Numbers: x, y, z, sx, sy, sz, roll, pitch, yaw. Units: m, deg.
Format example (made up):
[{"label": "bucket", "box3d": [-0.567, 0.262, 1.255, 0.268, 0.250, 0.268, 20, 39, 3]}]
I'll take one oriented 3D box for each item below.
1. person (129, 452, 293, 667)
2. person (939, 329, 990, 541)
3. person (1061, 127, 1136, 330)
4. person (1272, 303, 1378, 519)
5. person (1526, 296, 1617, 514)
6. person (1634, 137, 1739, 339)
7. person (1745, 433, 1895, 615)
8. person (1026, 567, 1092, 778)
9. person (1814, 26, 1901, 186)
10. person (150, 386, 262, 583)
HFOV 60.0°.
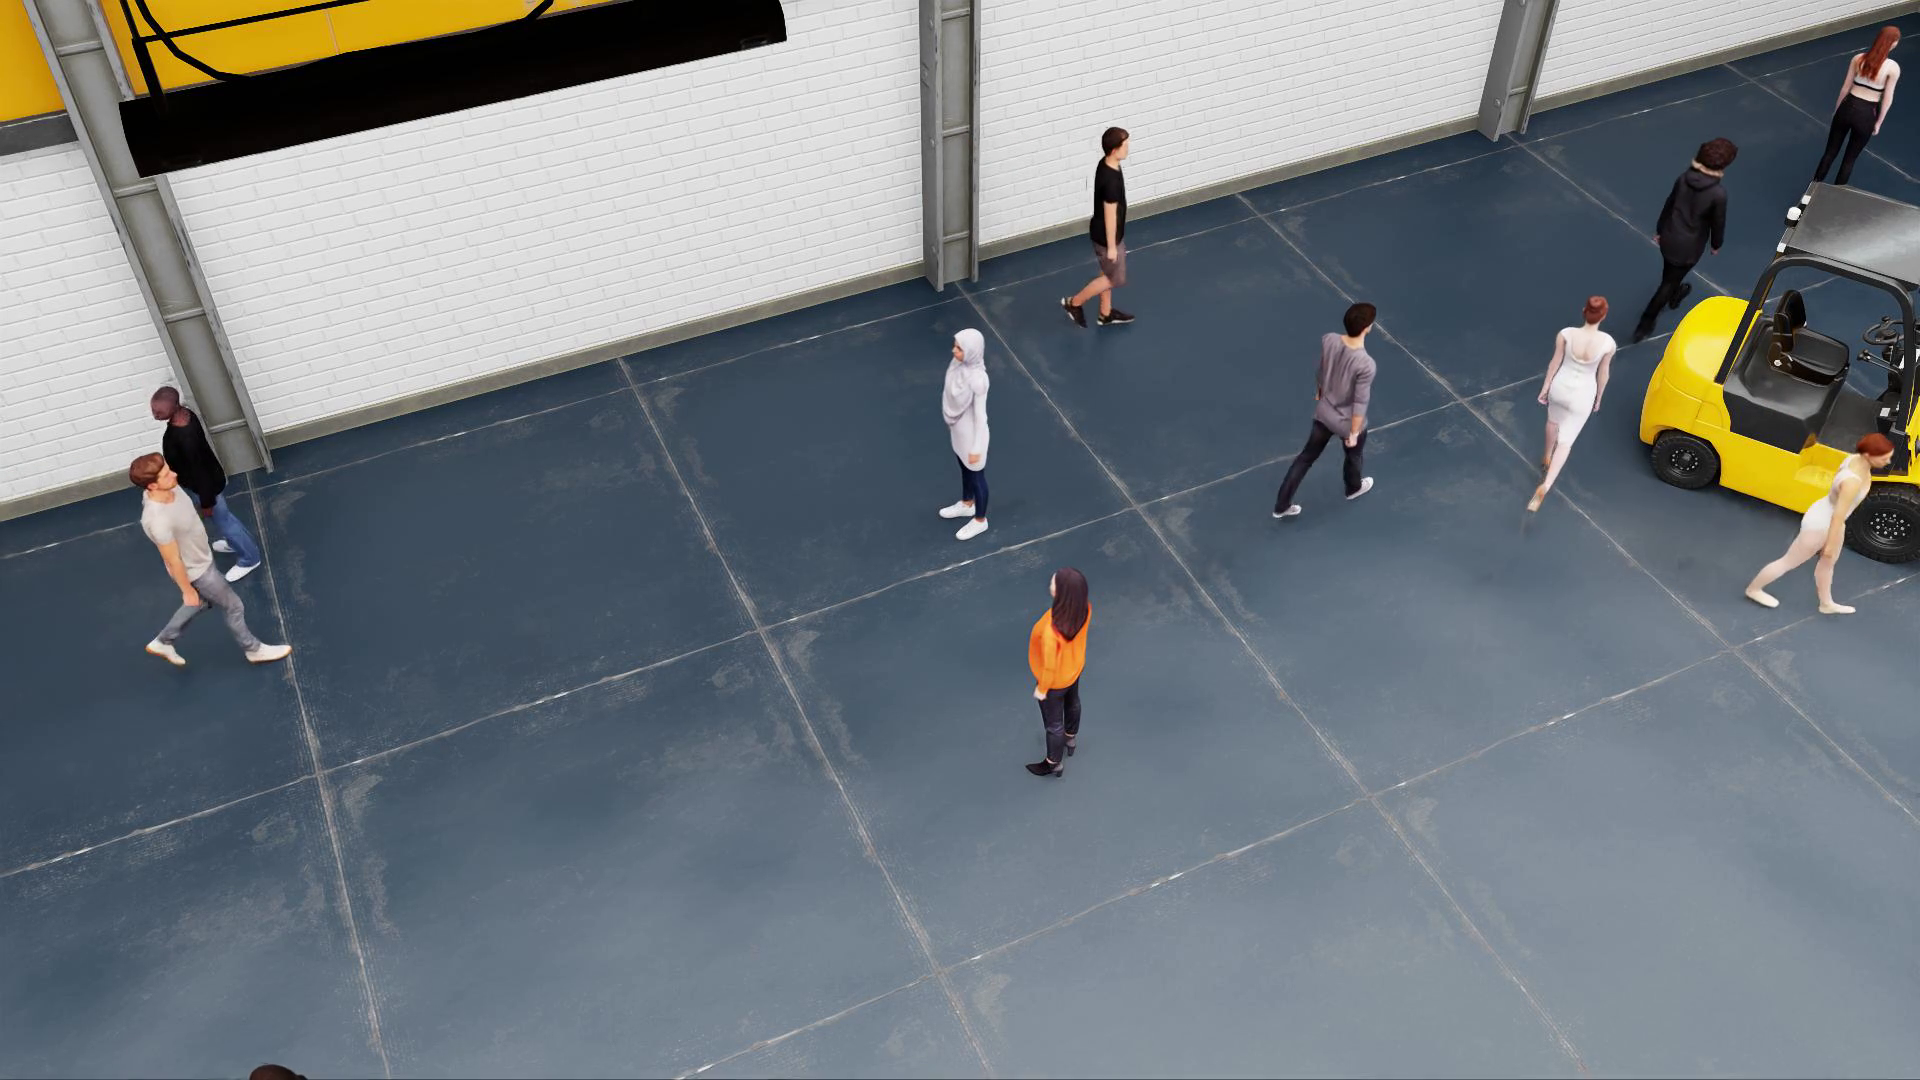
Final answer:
[{"label": "person", "box3d": [-5.009, 0.176, 10.685, 1.128, 1.873, 0.747, -12, 45, -13]}, {"label": "person", "box3d": [0.073, -0.760, 11.738, 0.533, 1.775, 0.610, -16, 46, -16]}, {"label": "person", "box3d": [1.125, -2.504, 13.512, 0.999, 1.855, 0.887, 1, 44, 1]}, {"label": "person", "box3d": [2.622, -0.863, 11.820, 1.214, 1.811, 0.849, -26, 50, -25]}, {"label": "person", "box3d": [4.357, -0.962, 11.956, 0.998, 1.768, 1.143, 20, 47, 20]}, {"label": "person", "box3d": [5.822, -2.388, 13.480, 1.132, 1.730, 0.794, -28, 50, -26]}, {"label": "person", "box3d": [5.729, -0.136, 11.203, 0.931, 1.610, 0.950, 20, 47, 20]}, {"label": "person", "box3d": [0.617, 0.797, 10.123, 0.771, 1.748, 0.679, 22, 48, 21]}, {"label": "person", "box3d": [8.041, -3.788, 14.940, 0.612, 1.744, 0.646, -34, 53, -30]}, {"label": "person", "box3d": [-5.175, -0.419, 11.413, 0.605, 1.731, 0.738, -14, 45, -14]}]
